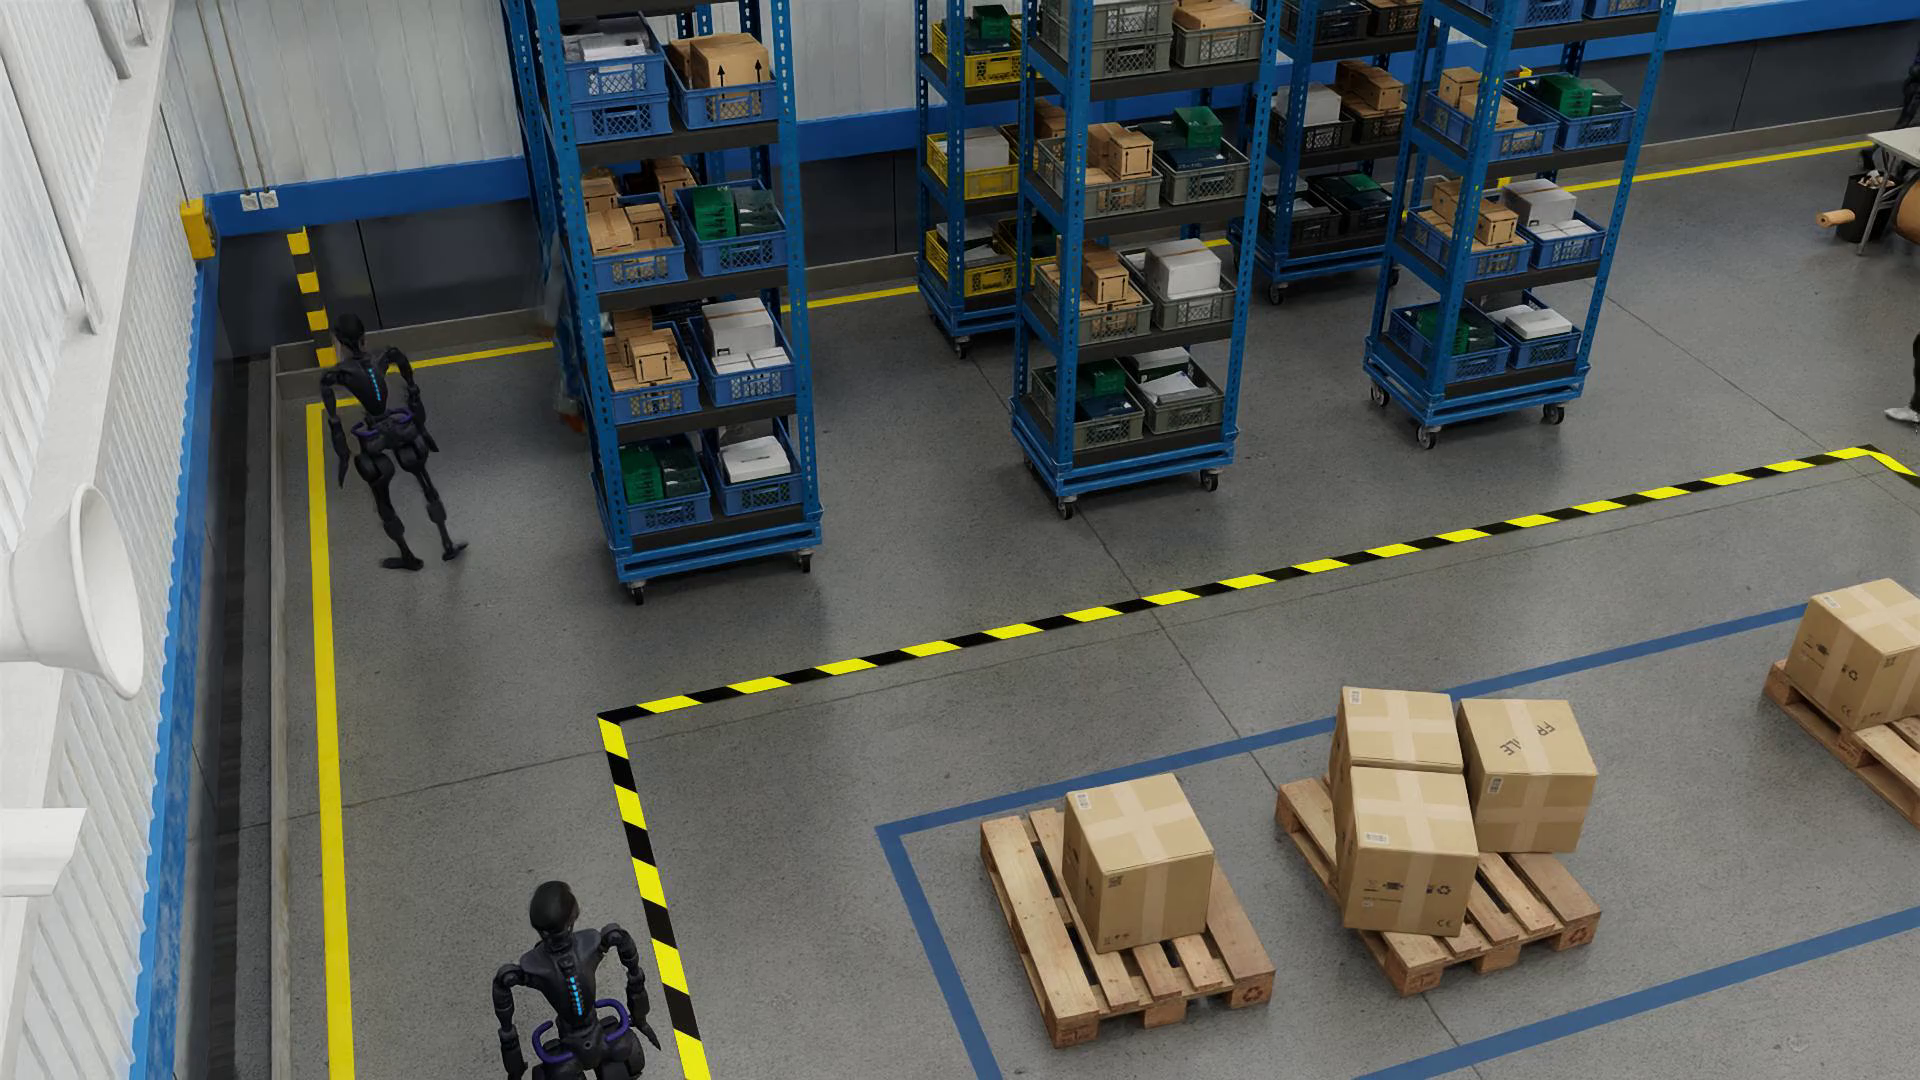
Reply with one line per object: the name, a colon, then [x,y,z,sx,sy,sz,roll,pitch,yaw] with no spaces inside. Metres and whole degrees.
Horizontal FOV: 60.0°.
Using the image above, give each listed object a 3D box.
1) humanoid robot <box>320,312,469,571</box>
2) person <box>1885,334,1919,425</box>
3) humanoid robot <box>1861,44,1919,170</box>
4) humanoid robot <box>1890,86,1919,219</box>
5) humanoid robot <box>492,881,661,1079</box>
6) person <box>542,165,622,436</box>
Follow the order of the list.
humanoid robot: [-3.283,-0.531,9.591,0.621,1.648,0.452,-26,42,-31]
person: [6.593,-1.557,10.902,0.596,1.837,0.542,-14,38,-19]
humanoid robot: [8.411,-4.017,14.556,0.665,1.633,0.598,-5,36,-7]
humanoid robot: [8.044,-3.411,13.674,0.620,1.635,0.426,5,36,8]
humanoid robot: [-1.402,1.891,6.140,0.599,1.655,0.315,-18,39,-23]
person: [-2.325,-1.501,10.791,0.976,1.869,0.699,9,36,13]
